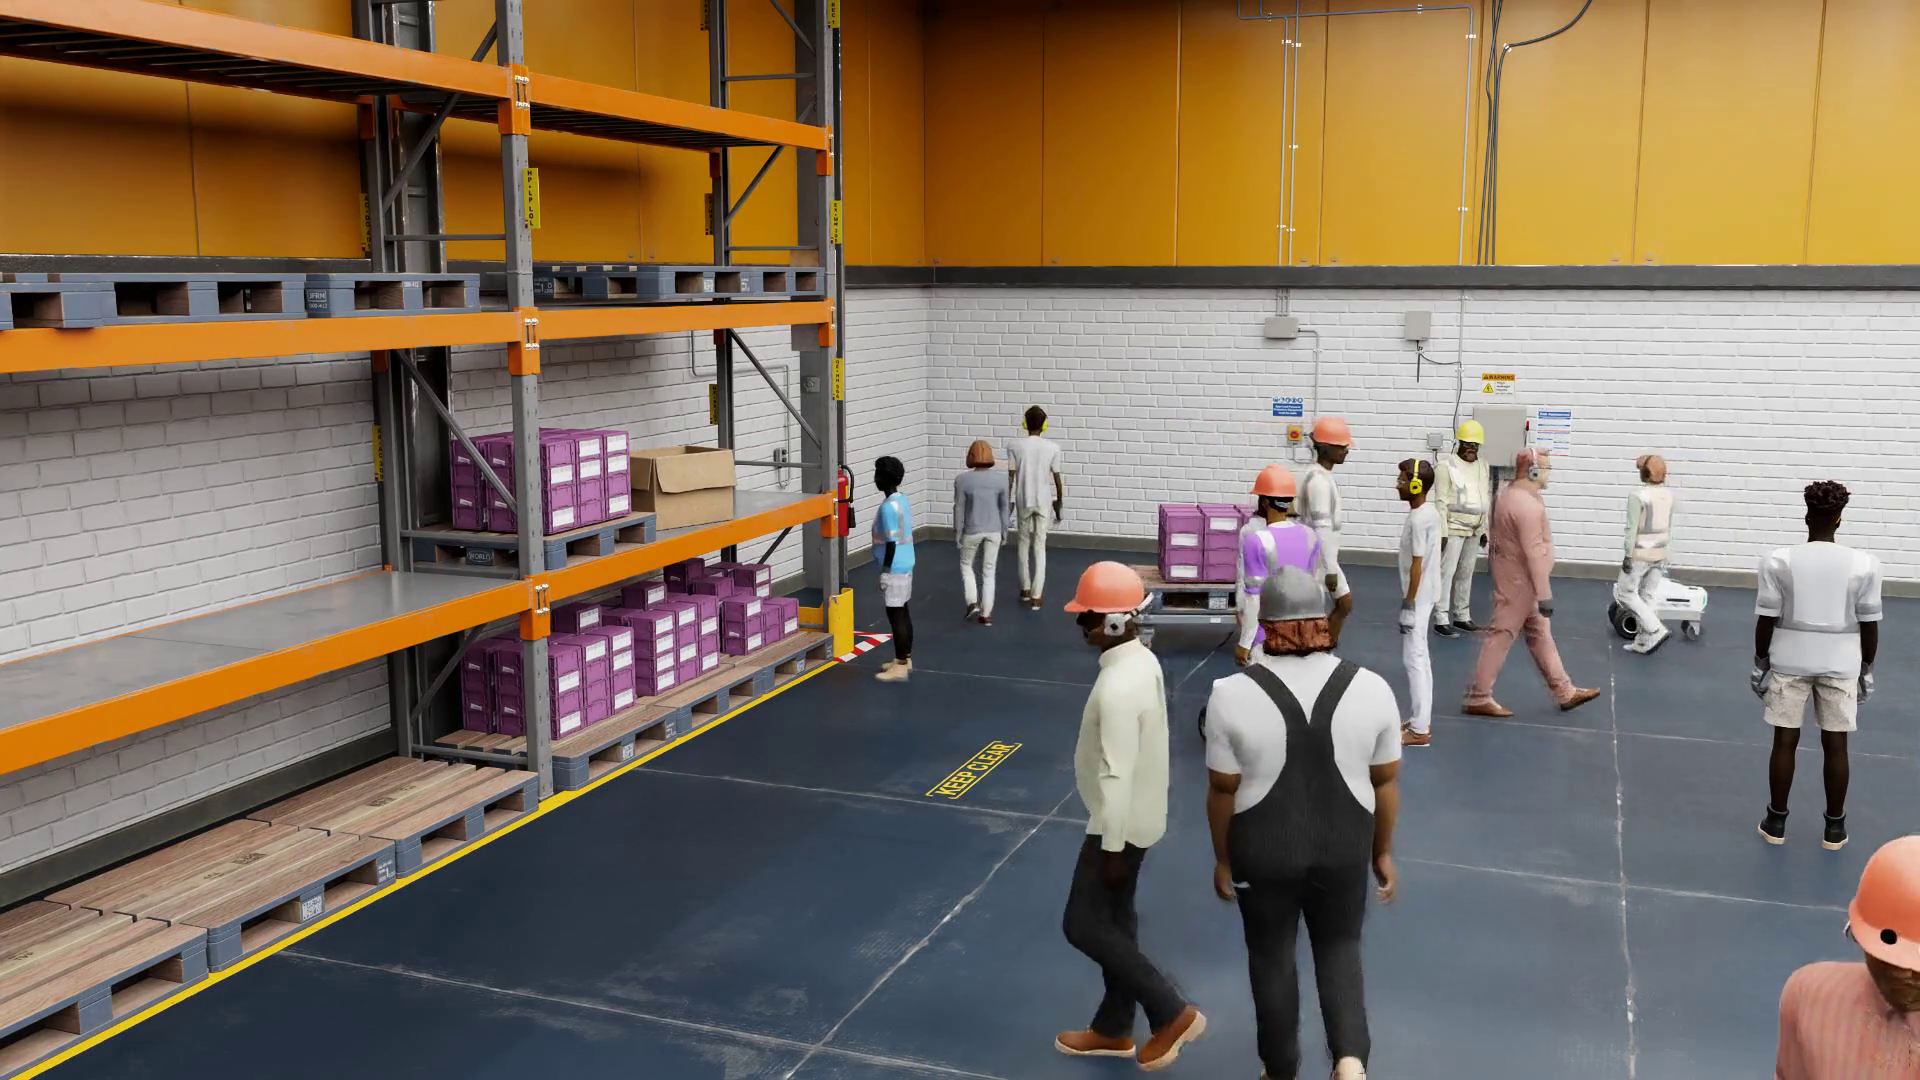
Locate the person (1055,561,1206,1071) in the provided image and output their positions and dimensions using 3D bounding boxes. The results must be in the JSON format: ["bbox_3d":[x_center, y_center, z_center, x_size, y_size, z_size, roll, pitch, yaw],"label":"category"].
[{"bbox_3d":[0.628,1.056,6.303,0.495,1.980,0.616,3,9,16],"label":"person"}]

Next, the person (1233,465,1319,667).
[{"bbox_3d":[1.822,0.529,9.714,0.542,1.939,0.361,-6,11,-34],"label":"person"}]

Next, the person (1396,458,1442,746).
[{"bbox_3d":[2.940,0.402,10.771,0.330,1.865,0.515,4,10,22],"label":"person"}]

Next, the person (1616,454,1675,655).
[{"bbox_3d":[5.469,0.131,13.186,0.531,1.622,0.423,-5,10,-30],"label":"person"}]

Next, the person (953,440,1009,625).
[{"bbox_3d":[0.181,-0.060,14.430,0.501,1.623,0.337,-2,9,-10],"label":"person"}]

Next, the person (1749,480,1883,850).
[{"bbox_3d":[4.520,0.659,8.810,0.602,1.967,0.366,4,10,23],"label":"person"}]

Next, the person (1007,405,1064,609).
[{"bbox_3d":[0.682,-0.320,15.340,0.545,1.842,0.778,1,9,3],"label":"person"}]

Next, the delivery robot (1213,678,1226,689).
[{"bbox_3d":[1.918,1.042,10.530,0.477,0.478,0.707,-5,10,-27],"label":"delivery robot"}]

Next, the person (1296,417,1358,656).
[{"bbox_3d":[2.664,0.122,11.997,0.640,2.018,0.649,2,9,15],"label":"person"}]

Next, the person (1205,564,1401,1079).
[{"bbox_3d":[1.201,1.078,5.945,0.700,2.000,0.653,0,9,1],"label":"person"}]

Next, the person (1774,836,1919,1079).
[{"bbox_3d":[1.810,1.543,3.313,0.807,1.953,0.605,-7,11,-36],"label":"person"}]

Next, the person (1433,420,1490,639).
[{"bbox_3d":[4.229,-0.095,13.985,0.589,1.827,0.404,-6,11,-31],"label":"person"}]

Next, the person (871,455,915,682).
[{"bbox_3d":[-0.502,0.211,12.465,0.317,1.696,0.540,1,9,9],"label":"person"}]

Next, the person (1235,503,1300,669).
[{"bbox_3d":[2.127,0.399,11.279,0.502,1.692,0.932,2,9,12],"label":"person"}]

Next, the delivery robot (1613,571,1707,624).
[{"bbox_3d":[5.867,0.498,13.945,0.707,0.478,0.477,2,9,15],"label":"delivery robot"}]

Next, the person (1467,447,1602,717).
[{"bbox_3d":[3.953,0.304,11.344,0.949,1.860,0.674,2,9,10],"label":"person"}]
